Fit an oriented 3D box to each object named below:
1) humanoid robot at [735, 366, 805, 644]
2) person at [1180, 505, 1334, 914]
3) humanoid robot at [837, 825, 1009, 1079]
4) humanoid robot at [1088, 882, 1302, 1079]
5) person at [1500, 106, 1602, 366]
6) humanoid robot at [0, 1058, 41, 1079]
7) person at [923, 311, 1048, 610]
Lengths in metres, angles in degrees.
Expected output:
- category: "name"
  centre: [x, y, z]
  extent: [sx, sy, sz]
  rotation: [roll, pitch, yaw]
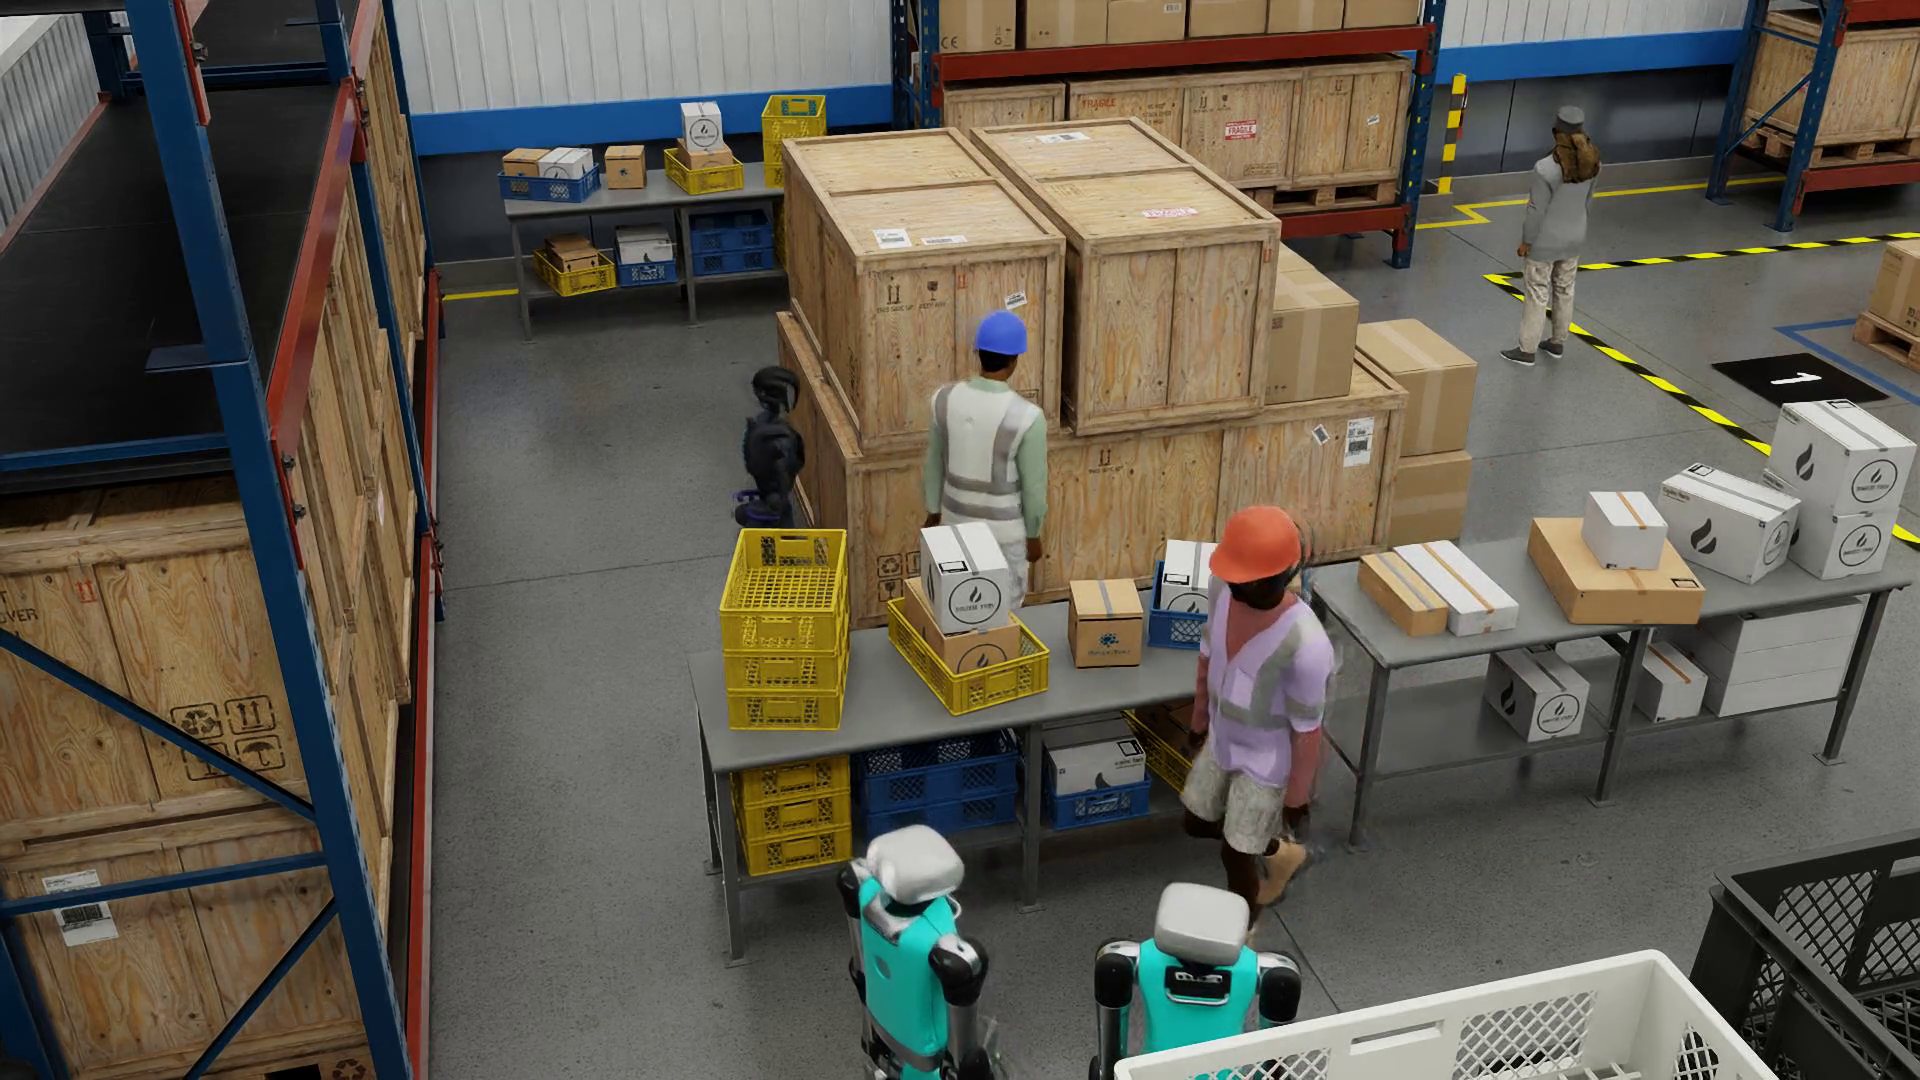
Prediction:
- category: "humanoid robot"
  centre: [-0.914, -0.016, 7.711]
  extent: [0.458, 1.626, 0.593]
  rotation: [-9, 30, -16]
- category: "person"
  centre: [1.080, 0.733, 5.972]
  extent: [0.609, 2.021, 0.614]
  rotation: [-13, 31, -22]
- category: "humanoid robot"
  centre: [0.038, 1.515, 4.867]
  extent: [0.713, 1.811, 0.541]
  rotation: [-23, 36, -35]
- category: "humanoid robot"
  centre: [0.578, 1.753, 4.312]
  extent: [0.530, 1.692, 0.749]
  rotation: [3, 29, 6]
- category: "person"
  centre: [4.027, -2.051, 11.289]
  extent: [0.566, 1.761, 0.406]
  rotation: [-14, 32, -23]
- category: "humanoid robot"
  centre: [-2.184, 1.924, 4.150]
  extent: [0.599, 1.657, 0.315]
  rotation: [5, 29, 9]
- category: "person"
  centre: [0.088, -0.134, 7.672]
  extent: [0.749, 1.911, 0.509]
  rotation: [20, 35, 32]
